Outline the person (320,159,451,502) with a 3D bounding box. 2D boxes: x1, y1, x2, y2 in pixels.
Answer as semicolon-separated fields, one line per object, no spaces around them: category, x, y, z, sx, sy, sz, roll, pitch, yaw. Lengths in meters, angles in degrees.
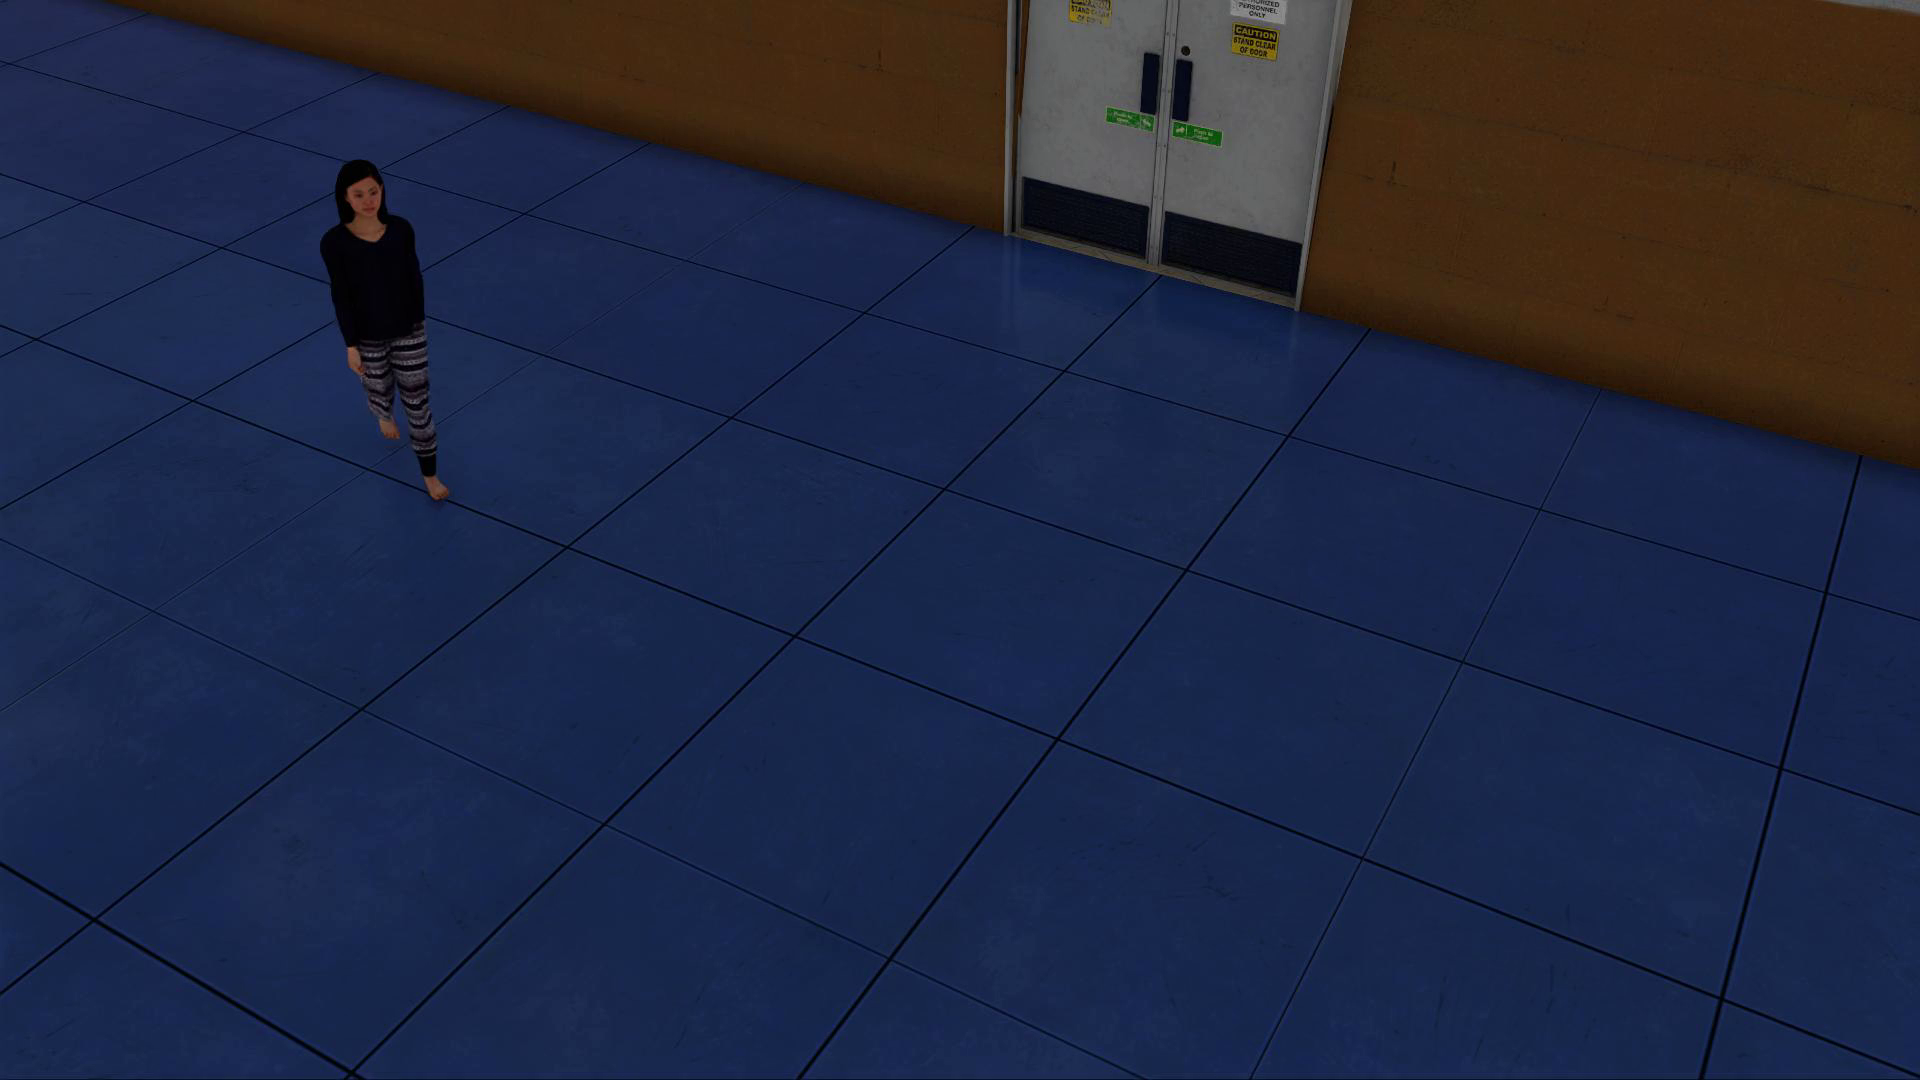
person;-2.811;-1.044;8.058;1.011;1.711;0.948;-21;42;-26
